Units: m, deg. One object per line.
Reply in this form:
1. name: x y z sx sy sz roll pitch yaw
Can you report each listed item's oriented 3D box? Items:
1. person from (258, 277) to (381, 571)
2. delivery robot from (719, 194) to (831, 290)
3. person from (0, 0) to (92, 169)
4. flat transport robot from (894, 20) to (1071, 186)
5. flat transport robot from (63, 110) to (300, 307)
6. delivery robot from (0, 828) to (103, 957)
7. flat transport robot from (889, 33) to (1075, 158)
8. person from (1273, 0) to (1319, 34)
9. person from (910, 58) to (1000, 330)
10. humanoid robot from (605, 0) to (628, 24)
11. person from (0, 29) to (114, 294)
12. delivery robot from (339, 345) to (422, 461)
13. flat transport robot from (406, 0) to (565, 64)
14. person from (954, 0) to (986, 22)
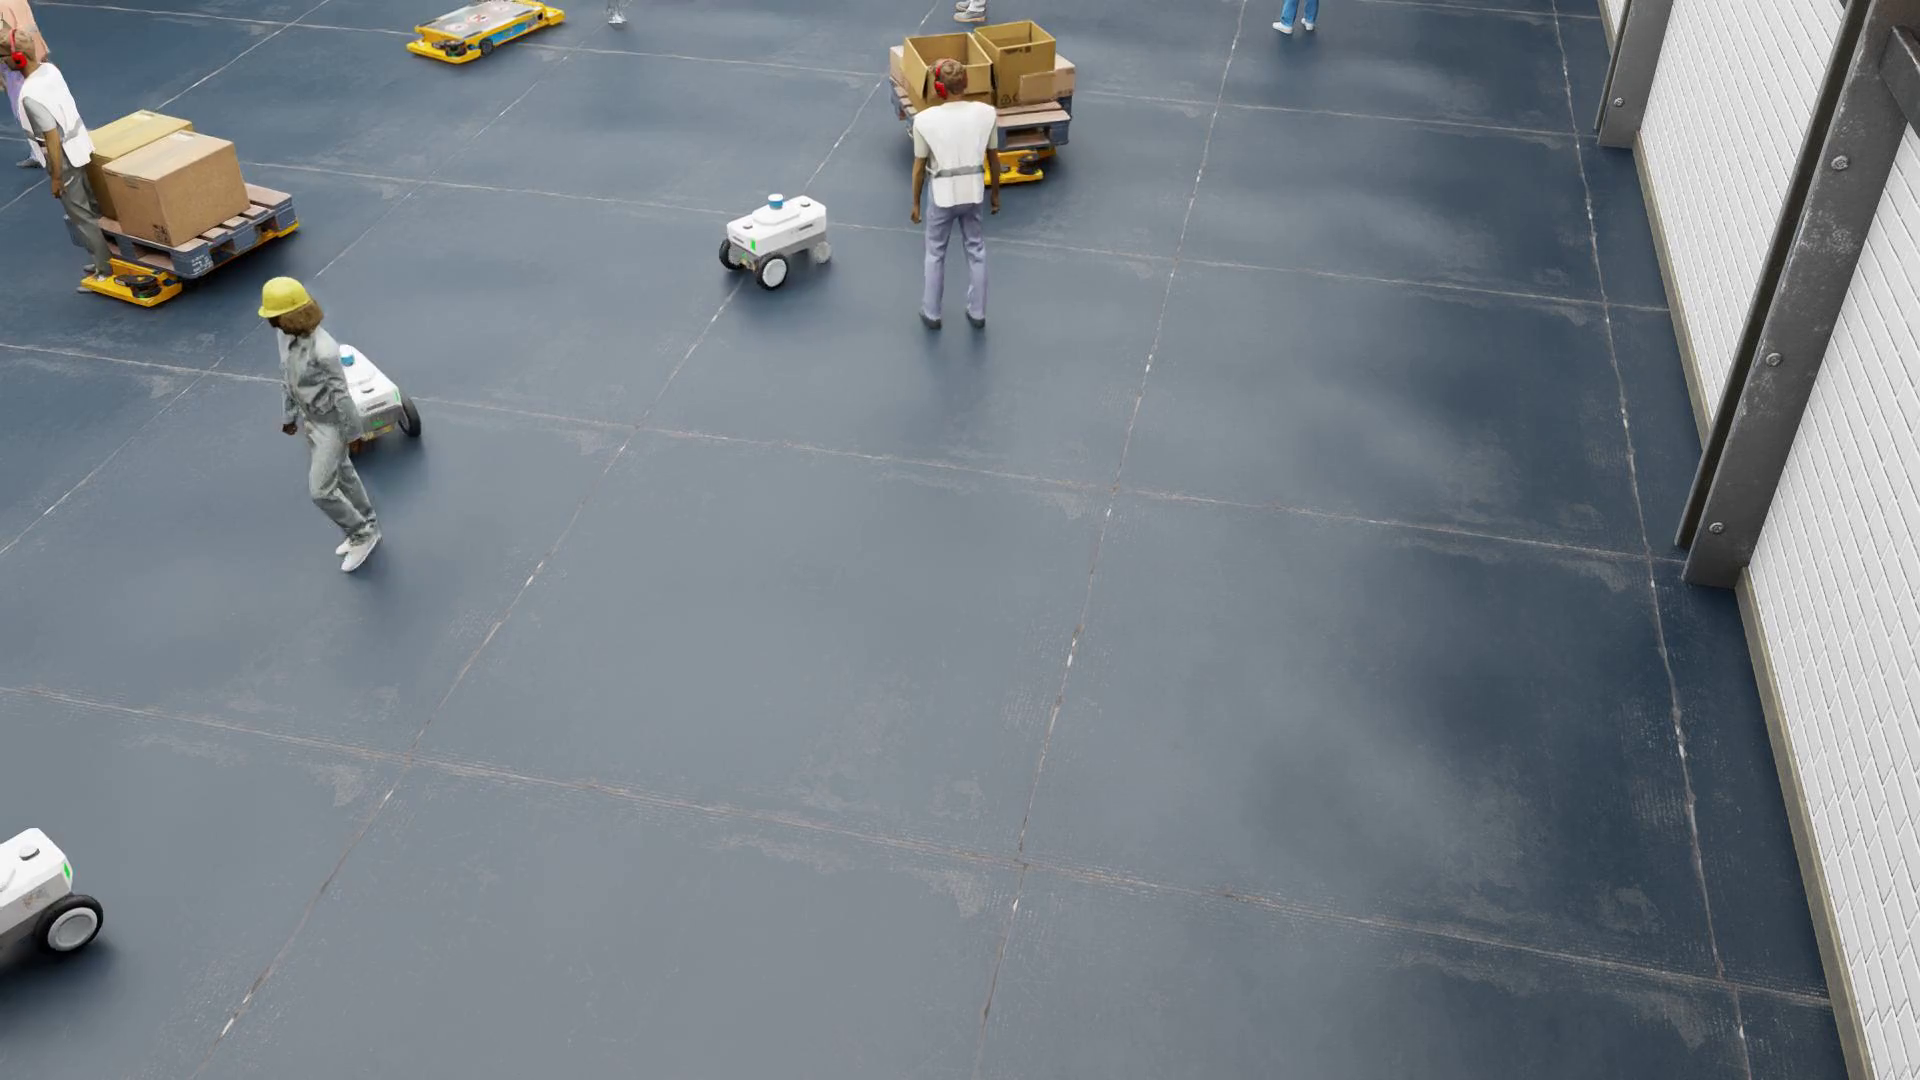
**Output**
1. person: -3.408 -0.603 8.804 0.490 1.729 0.482 30 46 34
2. delivery robot: -1.319 -2.157 11.883 0.804 0.614 0.499 -29 46 -33
3. person: -7.245 -3.718 12.903 0.691 1.816 0.575 -3 37 -3
4. flat transport robot: 0.155 -3.269 13.594 0.659 0.231 1.431 -9 38 -12
5. flat transport robot: -5.573 -2.128 12.066 0.659 0.231 1.431 17 40 21
6. delivery robot: -4.047 1.543 6.931 0.519 0.613 0.784 27 44 31
7. flat transport robot: 0.165 -3.488 13.886 0.659 0.231 1.431 -16 40 -21
8. person: 3.212 -5.598 15.489 0.487 1.729 0.366 -11 38 -15
9. person: -0.024 -2.230 10.904 0.592 1.827 0.440 -12 38 -16
10. humanoid robot: -3.308 -5.691 15.658 0.532 1.788 0.932 -23 43 -28
11. person: -6.102 -2.582 11.359 0.373 1.840 0.568 -8 38 -11
12. delivery robot: -3.684 -0.868 10.158 0.499 0.614 0.812 -27 44 -31
13. flat transport robot: -4.473 -4.849 15.707 0.659 0.231 1.431 20 41 25
14. person: 0.111 -5.876 15.734 0.337 1.882 0.583 3 37 5
